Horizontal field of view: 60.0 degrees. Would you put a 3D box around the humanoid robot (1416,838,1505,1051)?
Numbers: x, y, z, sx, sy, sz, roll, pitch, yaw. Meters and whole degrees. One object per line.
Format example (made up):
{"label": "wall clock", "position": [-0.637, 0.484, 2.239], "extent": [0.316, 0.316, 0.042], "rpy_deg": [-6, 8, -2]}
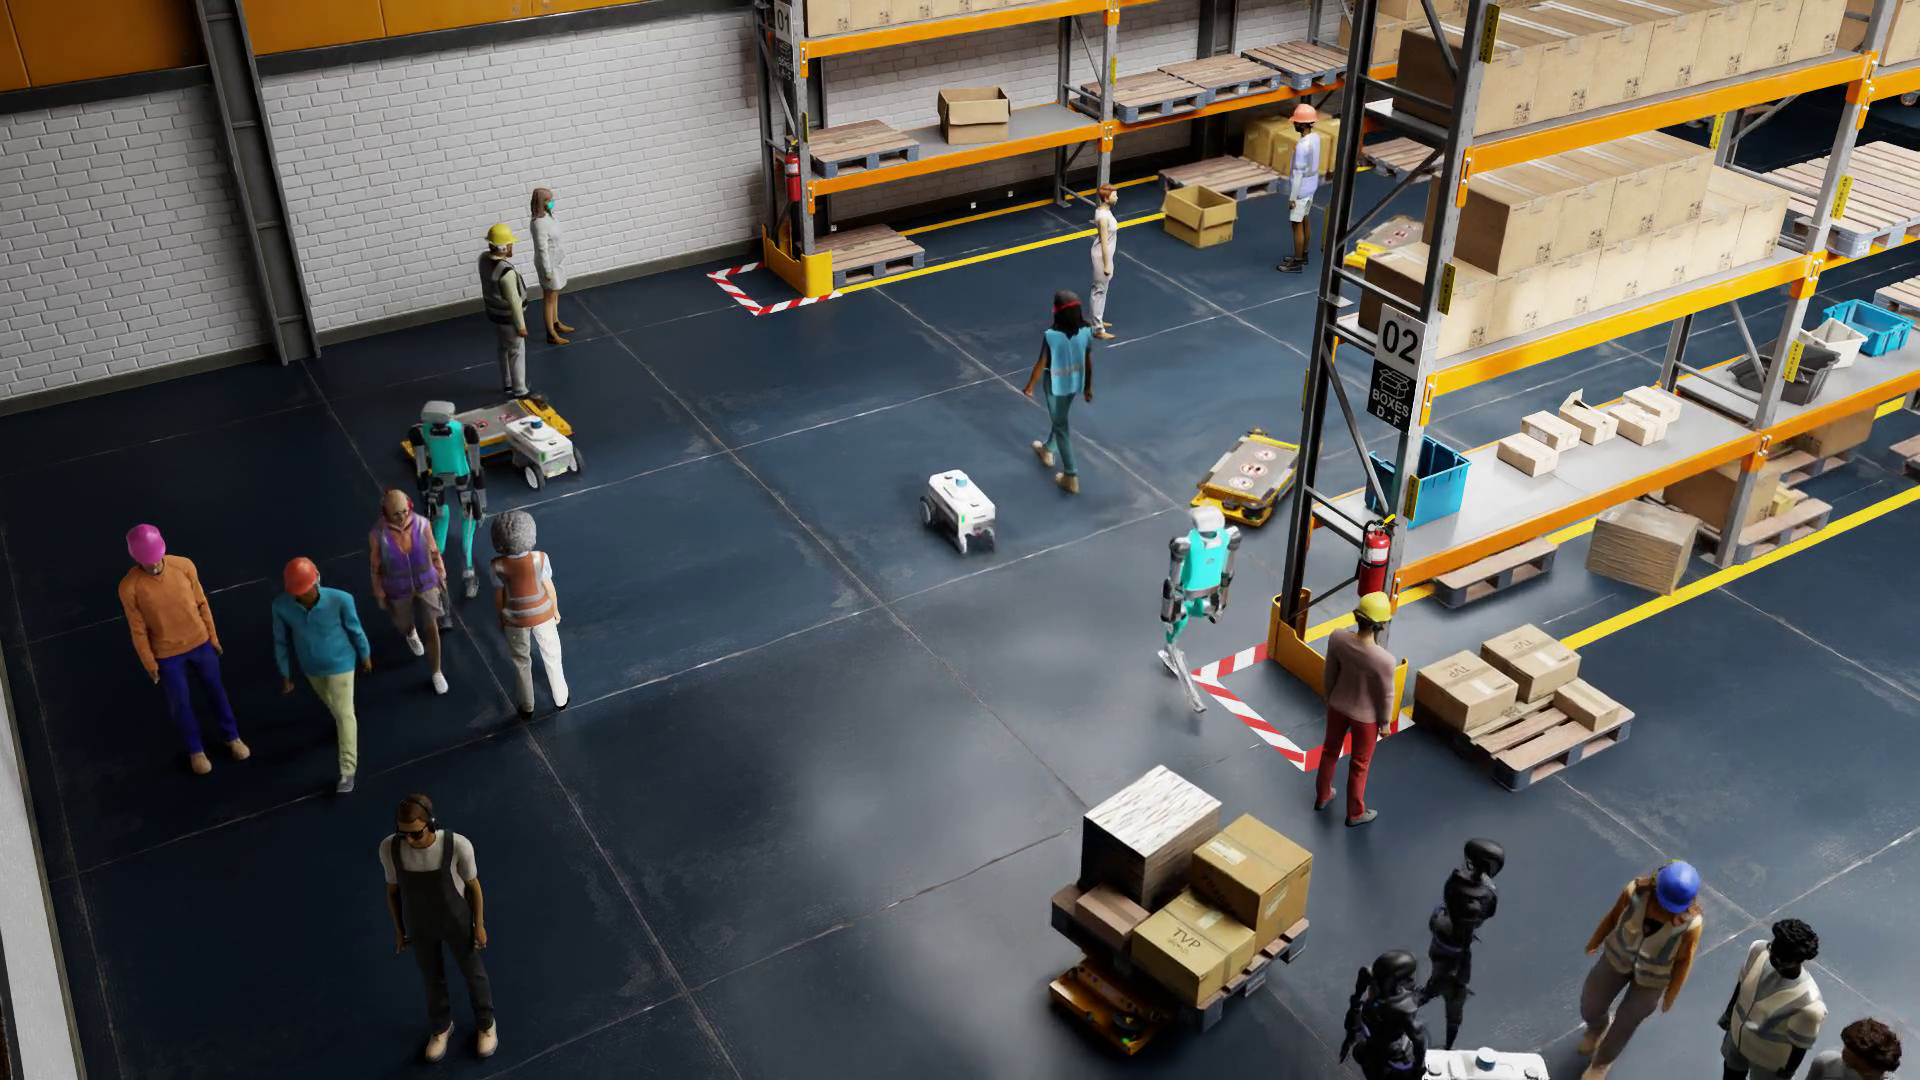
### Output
{"label": "humanoid robot", "position": [2.668, 2.255, 9.198], "extent": [0.581, 1.664, 0.586], "rpy_deg": [10, 34, 16]}

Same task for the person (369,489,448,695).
{"label": "person", "position": [-4.053, 0.314, 12.250], "extent": [0.525, 1.671, 0.614], "rpy_deg": [-15, 35, -22]}

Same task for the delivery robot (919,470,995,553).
{"label": "delivery robot", "position": [0.000, -0.294, 14.301], "extent": [0.499, 0.613, 0.790], "rpy_deg": [-14, 35, -21]}

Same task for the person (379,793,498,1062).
{"label": "person", "position": [-2.876, 2.135, 9.196], "extent": [0.506, 1.845, 0.344], "rpy_deg": [-2, 32, -4]}

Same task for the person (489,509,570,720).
{"label": "person", "position": [-3.083, 0.541, 11.880], "extent": [0.441, 1.689, 0.308], "rpy_deg": [-10, 33, -15]}

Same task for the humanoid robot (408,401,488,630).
{"label": "humanoid robot", "position": [-3.968, -0.119, 12.912], "extent": [0.535, 1.780, 0.913], "rpy_deg": [-2, 32, -3]}

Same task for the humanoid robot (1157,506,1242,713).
{"label": "humanoid robot", "position": [1.616, 0.391, 12.085], "extent": [0.534, 1.723, 1.037], "rpy_deg": [-11, 34, -17]}

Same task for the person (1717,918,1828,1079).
{"label": "person", "position": [4.139, 2.600, 8.600], "extent": [0.318, 1.691, 0.535], "rpy_deg": [-7, 33, -11]}

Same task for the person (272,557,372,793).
{"label": "person", "position": [-4.364, 0.858, 11.368], "extent": [0.578, 1.699, 0.903], "rpy_deg": [0, 32, 0]}

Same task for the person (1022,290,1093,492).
{"label": "person", "position": [0.866, -1.379, 14.810], "extent": [0.513, 1.830, 0.849], "rpy_deg": [-20, 37, -29]}

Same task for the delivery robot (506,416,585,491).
{"label": "delivery robot", "position": [-3.794, -0.818, 15.138], "extent": [0.516, 0.614, 0.785], "rpy_deg": [-25, 40, -34]}

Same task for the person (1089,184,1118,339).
{"label": "person", "position": [1.517, -2.933, 17.450], "extent": [0.285, 1.661, 0.441], "rpy_deg": [0, 32, 1]}

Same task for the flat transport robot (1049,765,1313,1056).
{"label": "flat transport robot", "position": [1.272, 2.506, 10.088], "extent": [1.431, 0.231, 0.659], "rpy_deg": [-26, 41, -35]}

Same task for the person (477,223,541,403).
{"label": "person", "position": [-4.377, -2.194, 16.129], "extent": [0.403, 1.818, 0.596], "rpy_deg": [-24, 39, -33]}

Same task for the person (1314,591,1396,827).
{"label": "person", "position": [2.609, 1.104, 10.921], "extent": [0.326, 1.760, 0.523], "rpy_deg": [-26, 40, -35]}

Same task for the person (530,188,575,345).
{"label": "person", "position": [-4.257, -2.872, 17.350], "extent": [0.336, 1.660, 0.497], "rpy_deg": [0, 32, 0]}

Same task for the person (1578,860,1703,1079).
{"label": "person", "position": [3.622, 2.328, 8.974], "extent": [0.544, 1.739, 0.401], "rpy_deg": [26, 40, 35]}

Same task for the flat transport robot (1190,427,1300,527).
{"label": "flat transport robot", "position": [2.665, -0.582, 15.012], "extent": [0.659, 0.231, 1.431], "rpy_deg": [17, 36, 25]}

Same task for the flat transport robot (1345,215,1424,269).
{"label": "flat transport robot", "position": [5.158, -3.484, 19.641], "extent": [0.659, 0.231, 1.431], "rpy_deg": [22, 38, 31]}

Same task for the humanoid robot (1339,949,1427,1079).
{"label": "humanoid robot", "position": [2.146, 2.692, 8.504], "extent": [0.804, 1.618, 0.591], "rpy_deg": [-14, 35, -21]}

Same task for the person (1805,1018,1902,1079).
{"label": "person", "position": [4.054, 2.993, 7.796], "extent": [0.677, 1.872, 0.563], "rpy_deg": [-25, 40, -34]}

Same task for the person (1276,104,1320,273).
{"label": "person", "position": [3.849, -3.995, 18.901], "extent": [0.397, 1.928, 0.540], "rpy_deg": [14, 35, 21]}

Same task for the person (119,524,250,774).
{"label": "person", "position": [-5.321, 0.724, 11.330], "extent": [0.522, 1.972, 0.401], "rpy_deg": [-25, 40, -34]}

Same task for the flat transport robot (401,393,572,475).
{"label": "flat transport robot", "position": [-4.466, -1.001, 15.681], "extent": [1.431, 0.231, 0.659], "rpy_deg": [-20, 37, -29]}

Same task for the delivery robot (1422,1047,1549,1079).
{"label": "delivery robot", "position": [2.790, 2.997, 9.034], "extent": [0.769, 0.594, 0.499], "rpy_deg": [1, 32, 2]}
